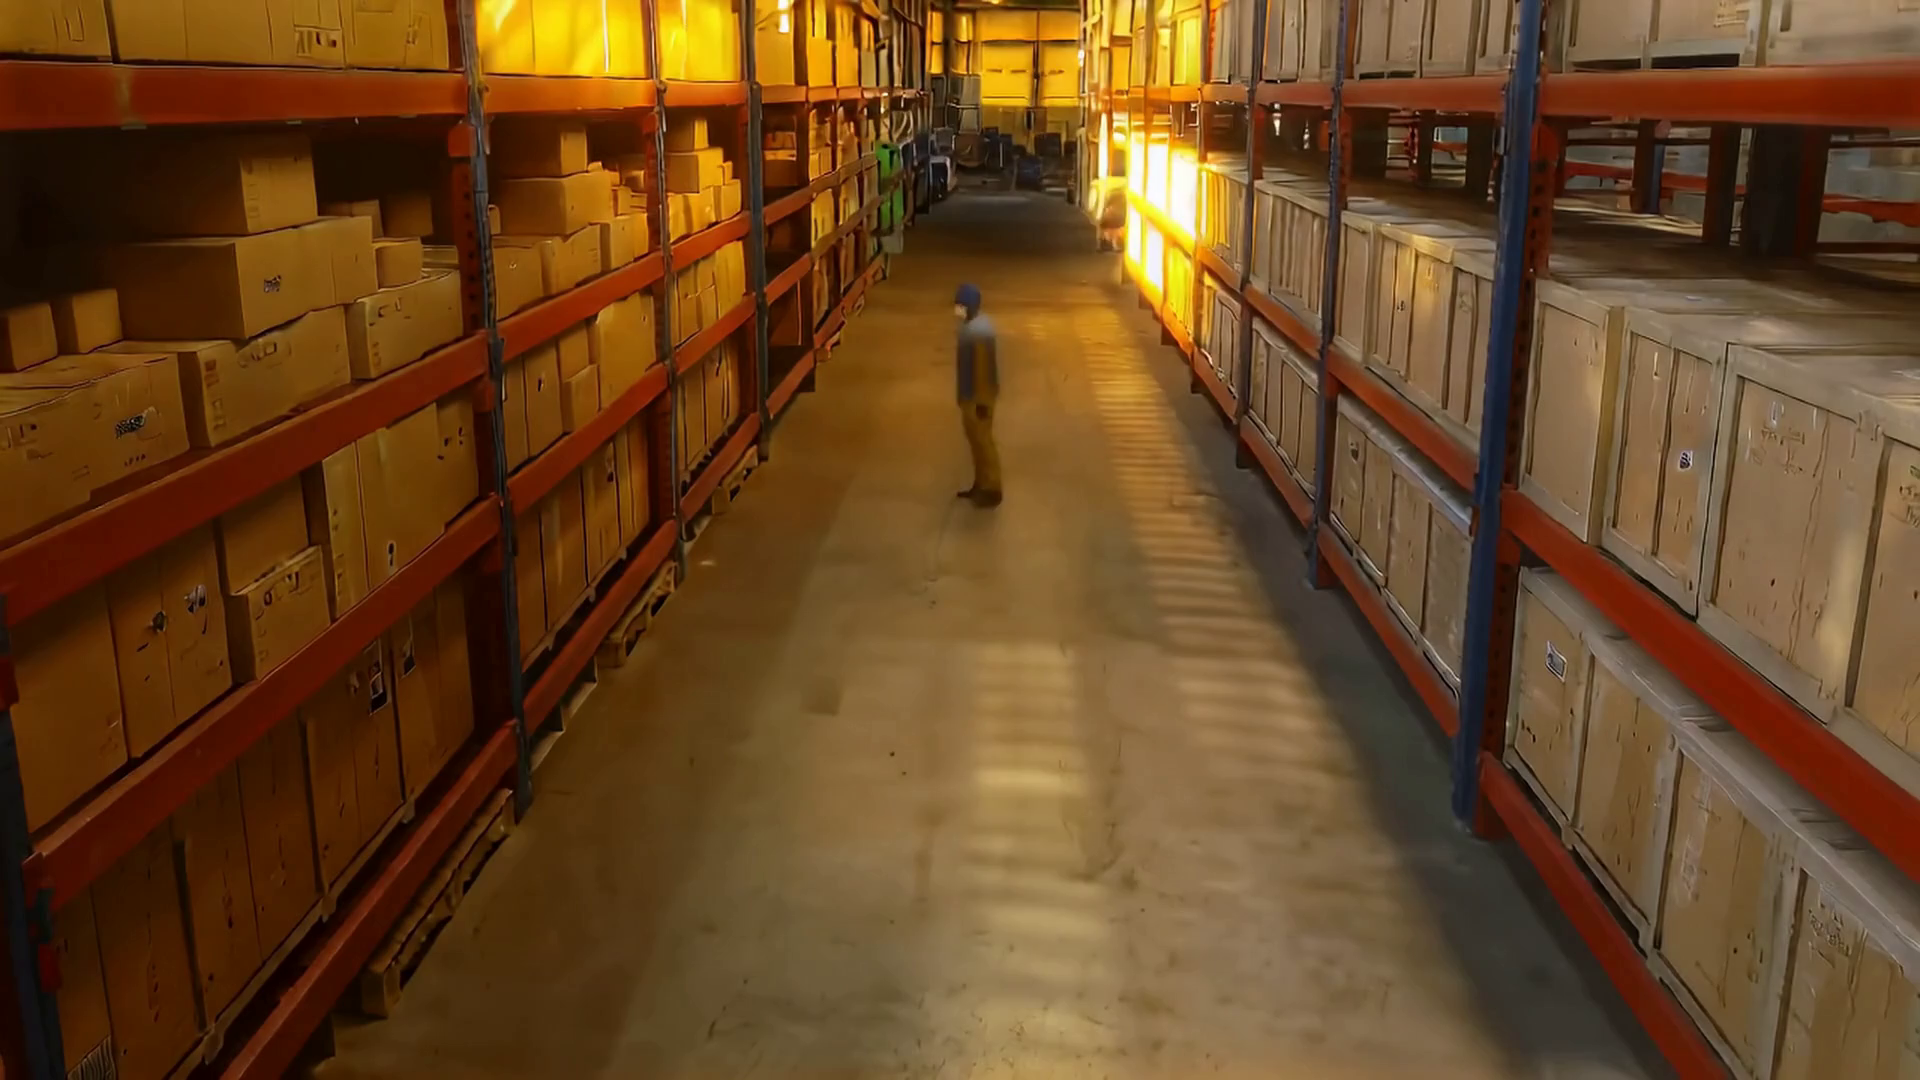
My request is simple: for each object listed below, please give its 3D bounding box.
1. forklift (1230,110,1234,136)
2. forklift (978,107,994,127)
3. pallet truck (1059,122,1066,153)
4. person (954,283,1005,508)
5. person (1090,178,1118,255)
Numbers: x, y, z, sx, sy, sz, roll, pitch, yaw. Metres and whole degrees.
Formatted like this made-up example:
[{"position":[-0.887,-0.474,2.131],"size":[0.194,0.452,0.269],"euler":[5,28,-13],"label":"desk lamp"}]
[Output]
[{"position":[10.820,-15.525,65.556],"size":[1.873,2.768,1.129],"euler":[0,15,2],"label":"forklift"},{"position":[1.279,-19.868,81.714],"size":[1.873,2.768,1.129],"euler":[-11,18,-34],"label":"forklift"},{"position":[5.788,-21.111,88.014],"size":[1.885,1.965,0.823],"euler":[5,16,18],"label":"pallet truck"},{"position":[0.149,-1.237,14.224],"size":[0.444,1.922,0.703],"euler":[-5,16,-20],"label":"person"},{"position":[3.146,-7.060,36.354],"size":[0.715,1.670,0.541],"euler":[-1,15,-3],"label":"person"}]
